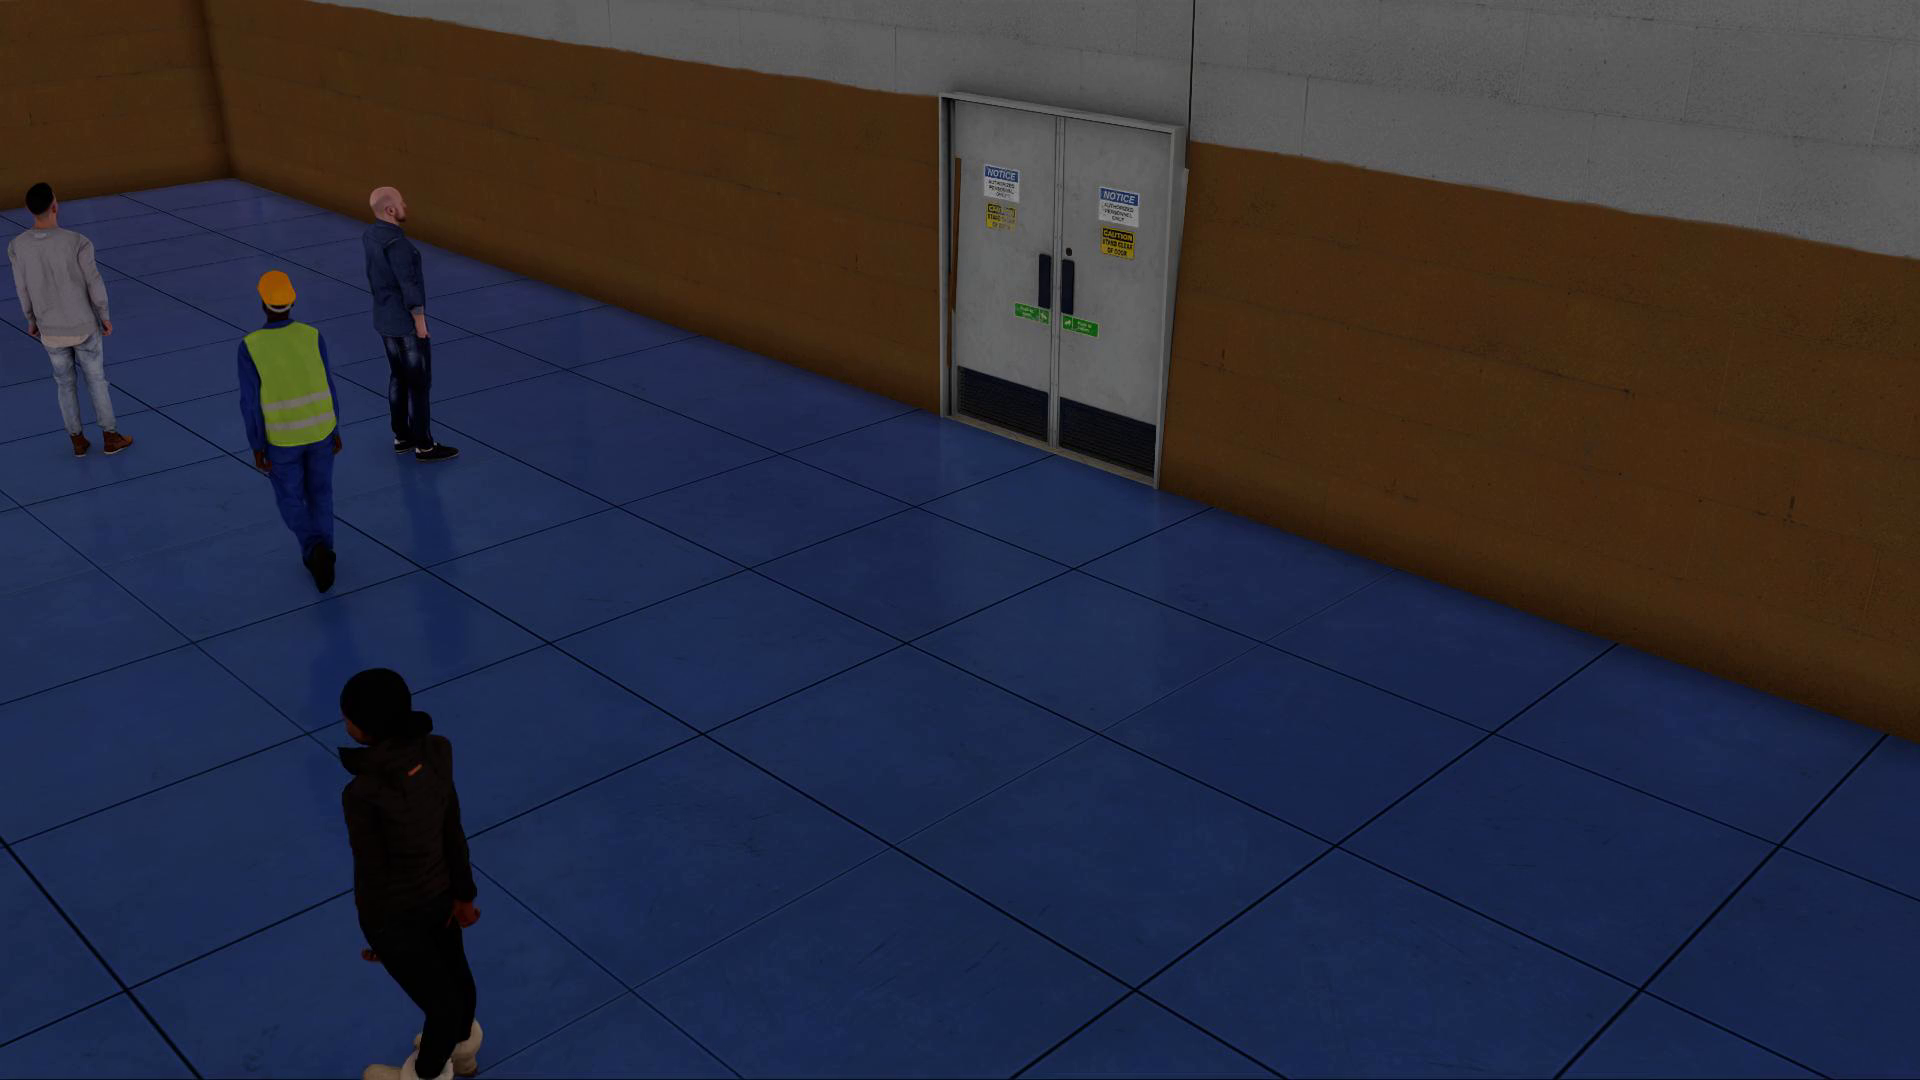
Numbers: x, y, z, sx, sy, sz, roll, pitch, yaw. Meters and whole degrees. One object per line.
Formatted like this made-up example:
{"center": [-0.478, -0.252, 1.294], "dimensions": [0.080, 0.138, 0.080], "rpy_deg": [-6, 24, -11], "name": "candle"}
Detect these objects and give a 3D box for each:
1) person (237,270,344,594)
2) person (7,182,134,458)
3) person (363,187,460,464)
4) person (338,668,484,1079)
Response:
{"center": [-3.591, -0.556, 9.057], "dimensions": [0.968, 1.798, 0.807], "rpy_deg": [-17, 29, -33], "name": "person"}
{"center": [-5.937, -1.458, 11.066], "dimensions": [0.707, 1.839, 0.822], "rpy_deg": [-4, 24, -10], "name": "person"}
{"center": [-3.680, -1.426, 11.009], "dimensions": [0.550, 1.826, 0.709], "rpy_deg": [-22, 32, -40], "name": "person"}
{"center": [-1.860, 1.138, 5.363], "dimensions": [0.744, 1.654, 0.742], "rpy_deg": [3, 24, 7], "name": "person"}
